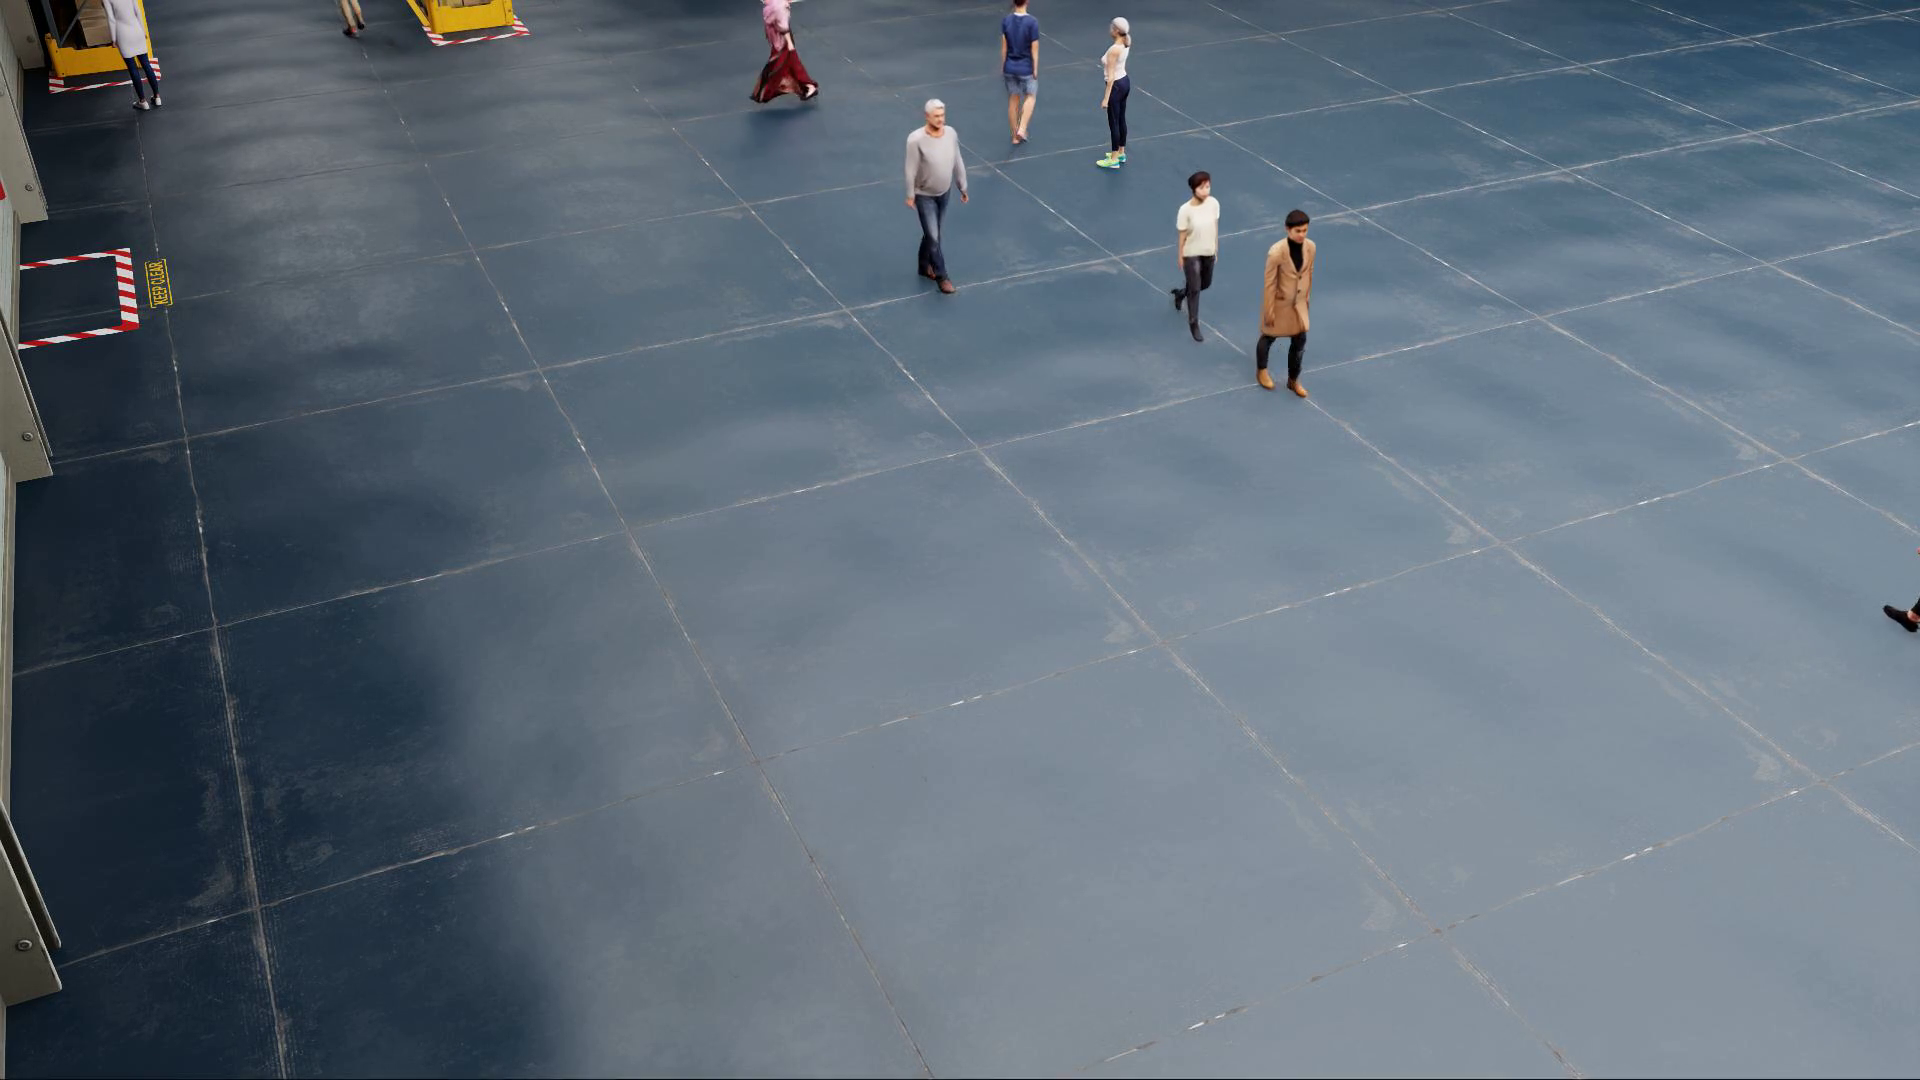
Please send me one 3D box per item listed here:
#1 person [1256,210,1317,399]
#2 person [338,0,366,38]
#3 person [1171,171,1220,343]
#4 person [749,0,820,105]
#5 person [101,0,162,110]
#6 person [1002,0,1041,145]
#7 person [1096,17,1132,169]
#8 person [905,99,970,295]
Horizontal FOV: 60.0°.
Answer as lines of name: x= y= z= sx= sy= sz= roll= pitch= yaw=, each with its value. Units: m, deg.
person: x=2.775 y=-2.107 z=14.413 sx=0.729 sy=1.704 sz=0.848 roll=-12 pitch=35 yaw=-18
person: x=-8.629 y=-7.984 z=23.319 sx=0.829 sy=1.847 sz=0.807 roll=22 pitch=39 yaw=30
person: x=2.168 y=-2.658 z=15.383 sx=0.603 sy=1.569 sz=0.891 roll=-15 pitch=36 yaw=-22
person: x=-2.149 y=-6.237 z=20.886 sx=0.830 sy=1.570 sz=1.109 roll=-10 pitch=34 yaw=-15
person: x=-10.389 y=-6.301 z=20.797 sx=0.692 sy=1.775 sz=0.697 roll=23 pitch=40 yaw=31
person: x=0.672 y=-5.528 z=19.553 sx=0.806 sy=1.836 sz=0.870 roll=9 pitch=34 yaw=14
person: x=1.807 y=-5.142 z=19.081 sx=0.717 sy=1.703 sz=0.680 roll=15 pitch=36 yaw=22
person: x=-0.316 y=-3.409 z=16.250 sx=0.875 sy=1.884 sz=1.091 roll=-22 pitch=39 yaw=-30
